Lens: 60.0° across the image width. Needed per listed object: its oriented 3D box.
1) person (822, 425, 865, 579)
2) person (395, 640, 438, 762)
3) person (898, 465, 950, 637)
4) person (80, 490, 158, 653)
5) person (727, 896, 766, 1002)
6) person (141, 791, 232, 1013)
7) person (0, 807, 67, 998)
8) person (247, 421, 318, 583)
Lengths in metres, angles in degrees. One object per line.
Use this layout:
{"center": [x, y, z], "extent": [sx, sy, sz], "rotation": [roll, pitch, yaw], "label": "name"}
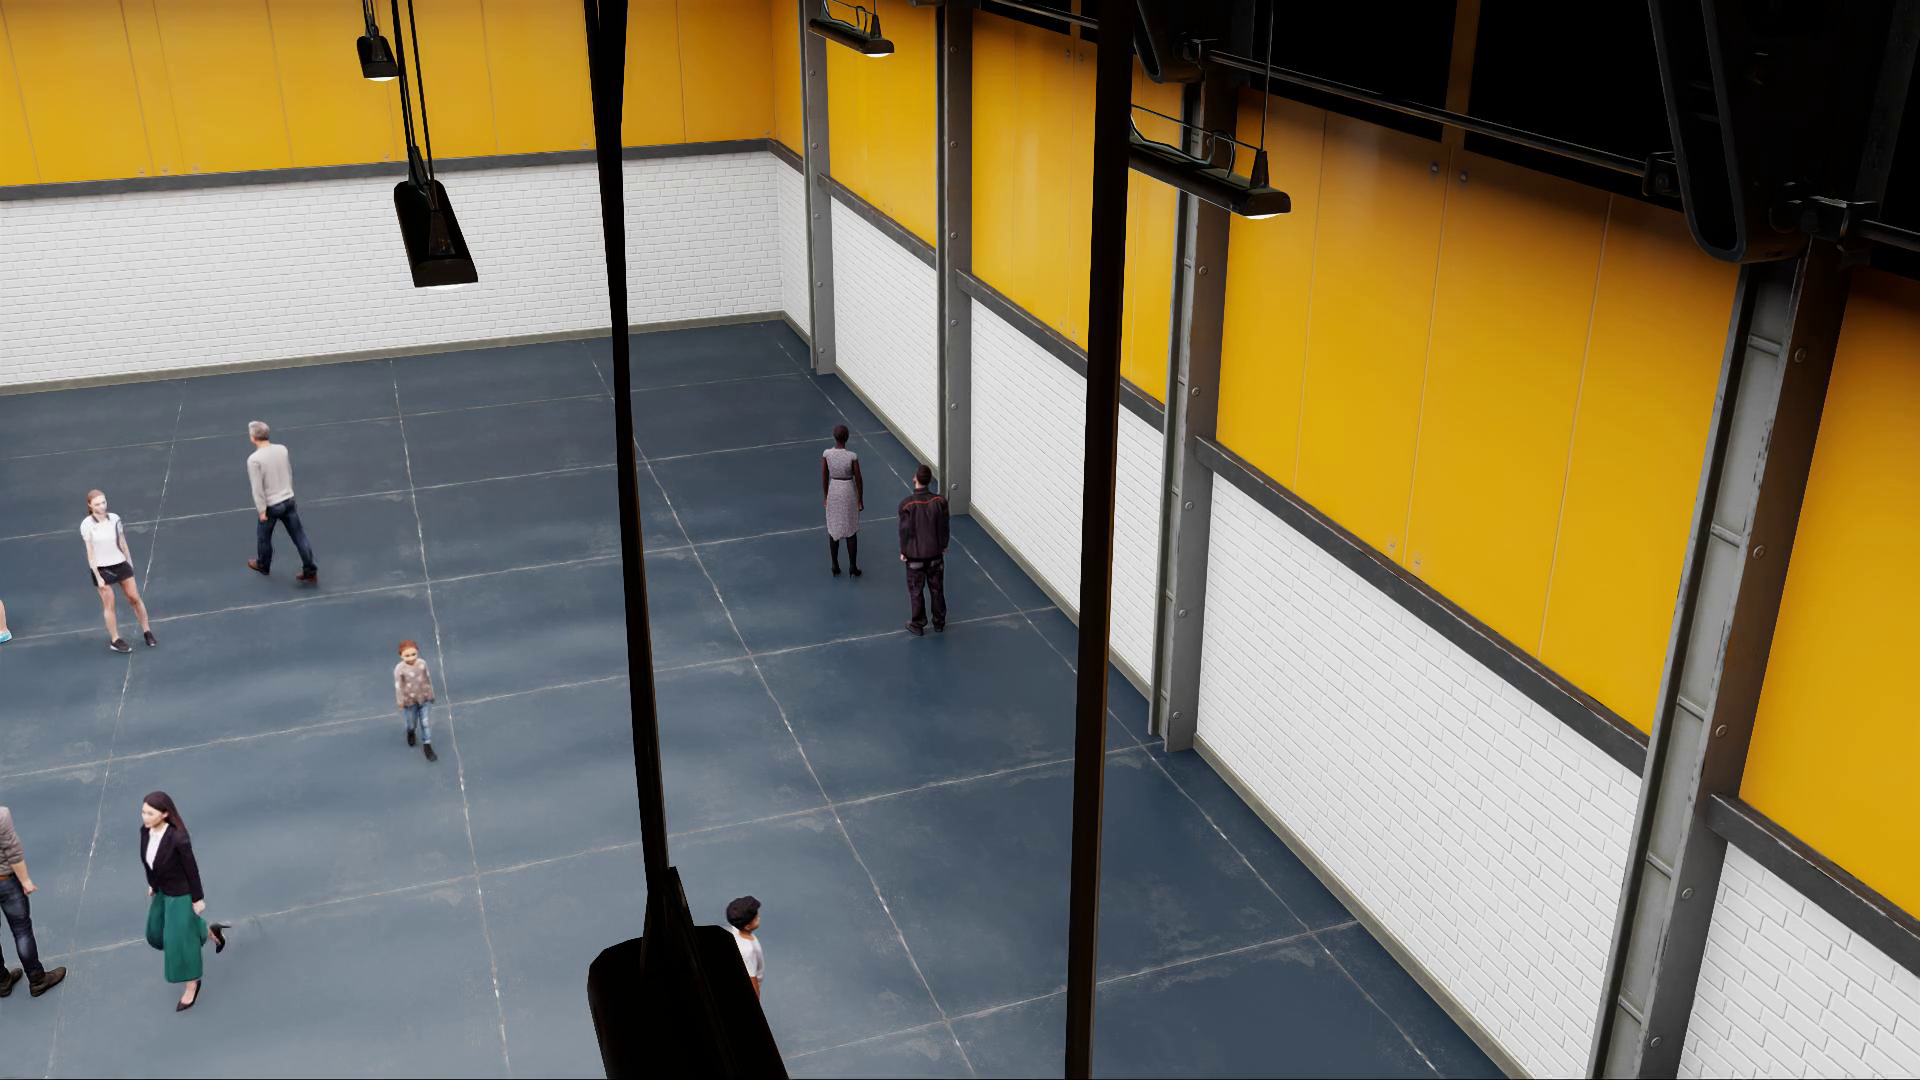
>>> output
{"center": [-1.317, -0.433, 18.591], "extent": [0.709, 1.787, 0.732], "rotation": [7, 24, 15], "label": "person"}
{"center": [-4.950, 1.421, 15.099], "extent": [0.568, 1.186, 0.730], "rotation": [-15, 28, -30], "label": "person"}
{"center": [-0.378, 0.095, 17.301], "extent": [0.701, 1.854, 0.563], "rotation": [-8, 25, -18], "label": "person"}
{"center": [-8.699, 0.307, 16.951], "extent": [0.758, 1.745, 0.707], "rotation": [20, 31, 38], "label": "person"}
{"center": [-1.476, 2.995, 11.411], "extent": [0.561, 1.257, 0.455], "rotation": [-12, 26, -25], "label": "person"}
{"center": [-5.566, 2.518, 11.921], "extent": [0.912, 1.723, 0.976], "rotation": [10, 26, 22], "label": "person"}
{"center": [-6.918, 2.430, 11.898], "extent": [0.756, 1.901, 0.719], "rotation": [1, 24, 3], "label": "person"}
{"center": [-7.476, -0.369, 18.354], "extent": [1.336, 1.859, 1.249], "rotation": [12, 26, 25], "label": "person"}
